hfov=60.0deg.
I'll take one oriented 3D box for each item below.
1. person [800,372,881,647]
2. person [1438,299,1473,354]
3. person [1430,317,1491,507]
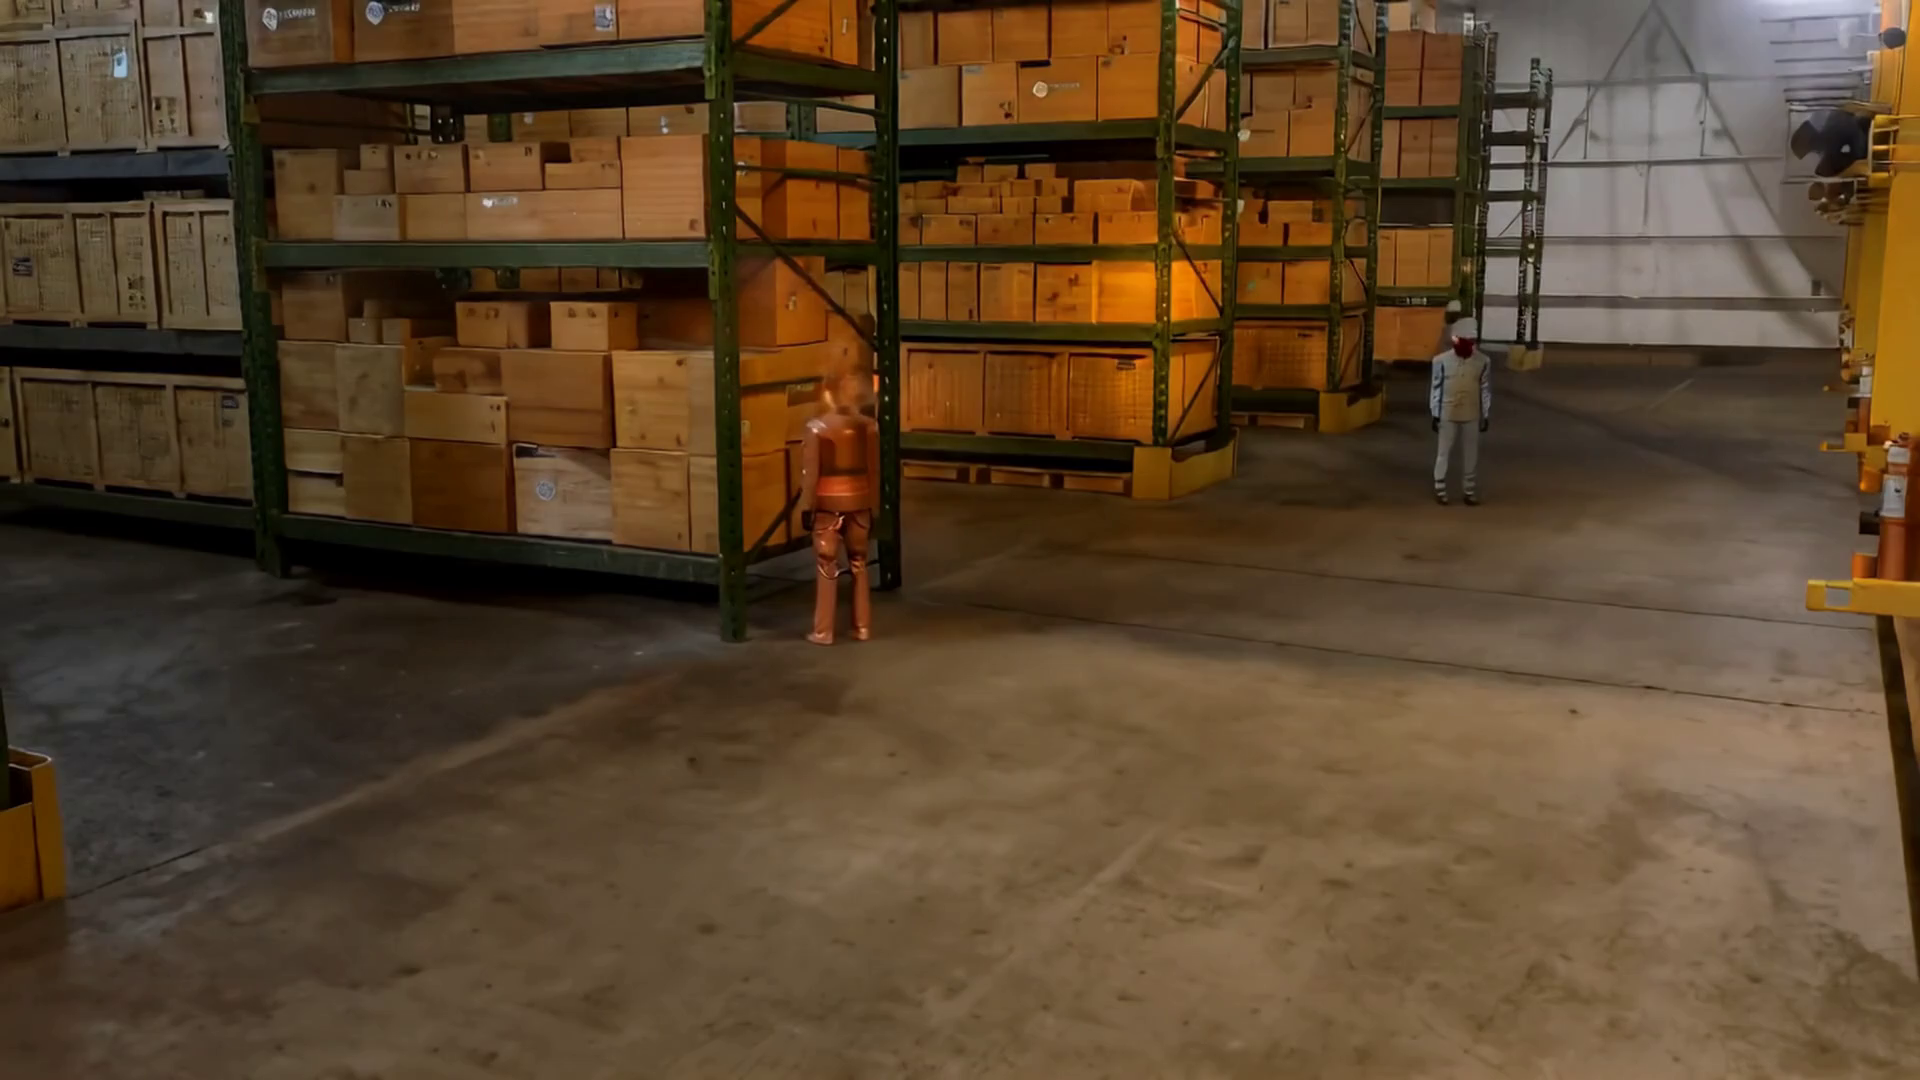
[{"bbox_3d":[-0.701,-0.179,9.904,0.527,1.629,0.314,-6,11,-31],"label":"person"},{"bbox_3d":[6.817,-2.462,22.887,0.489,1.705,0.865,5,11,26],"label":"person"},{"bbox_3d":[4.604,-1.169,15.295,0.564,1.745,0.349,-1,10,-4],"label":"person"}]
